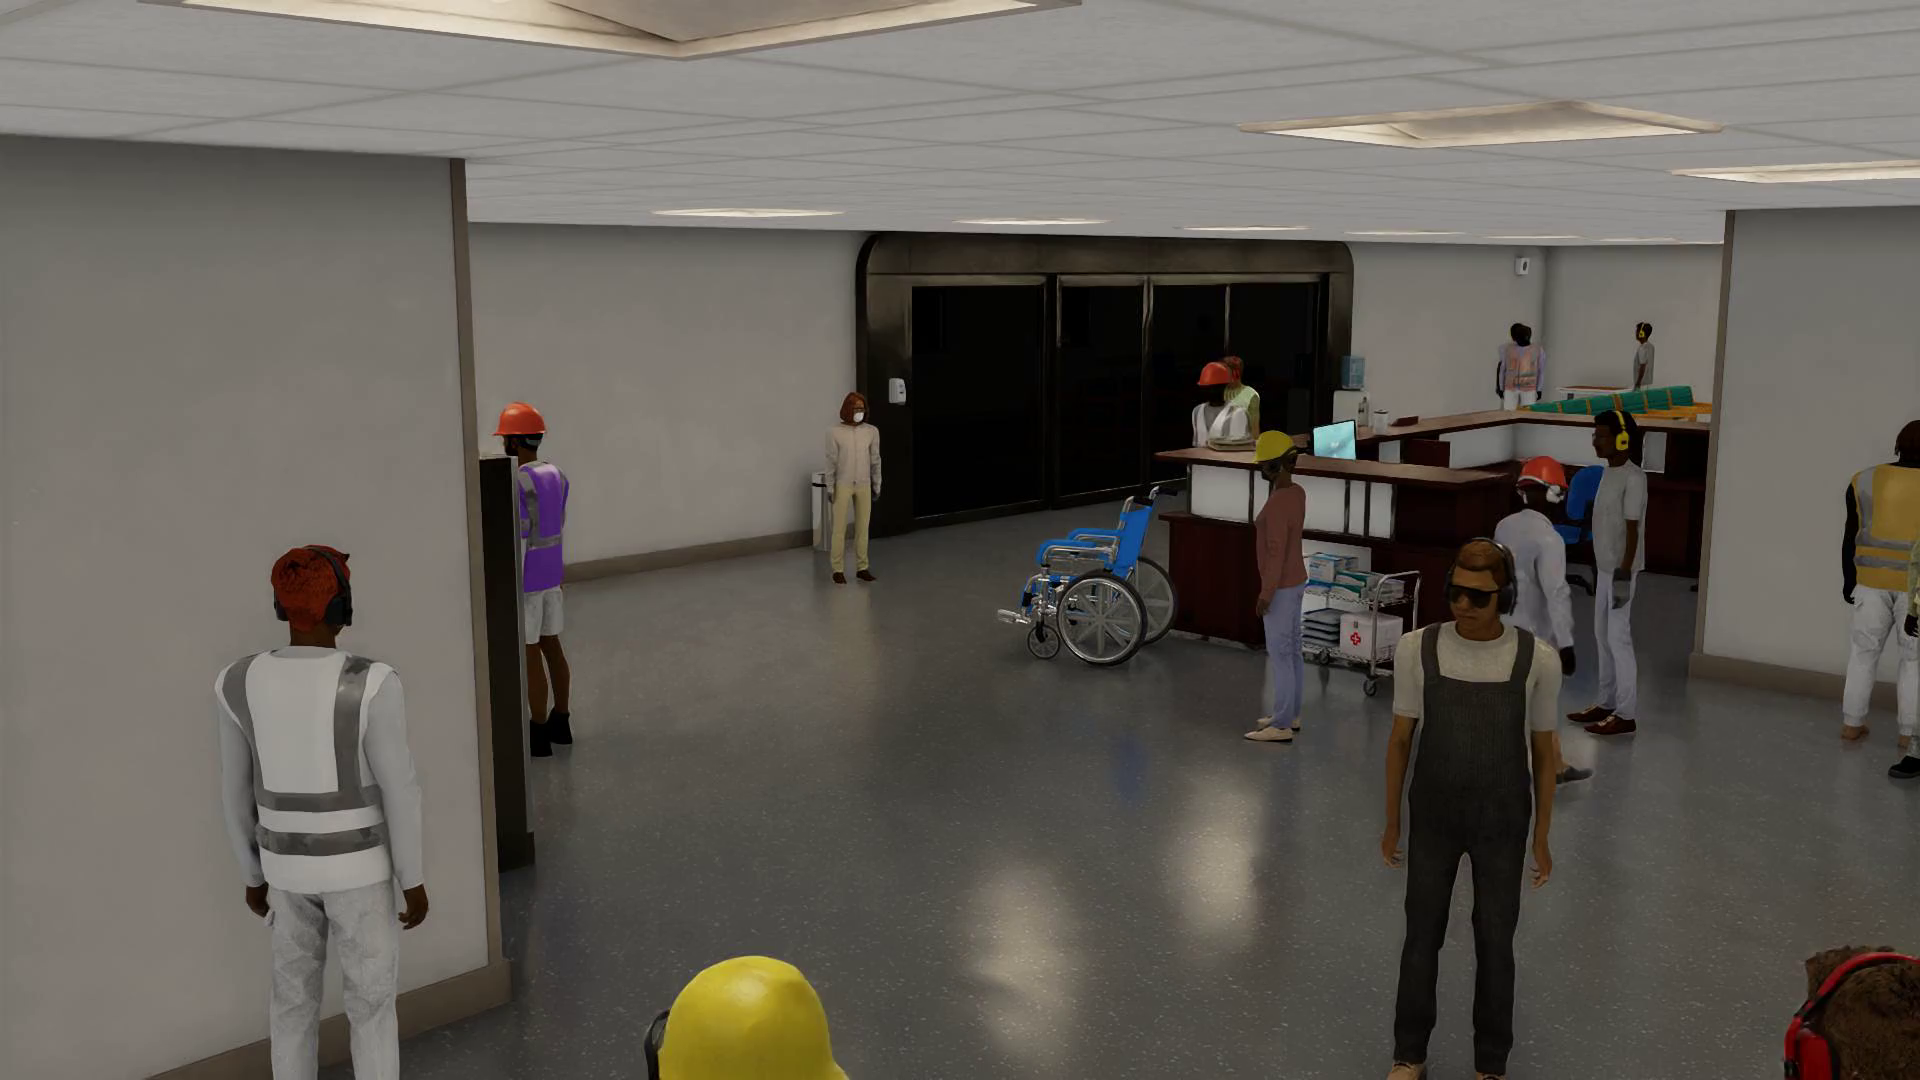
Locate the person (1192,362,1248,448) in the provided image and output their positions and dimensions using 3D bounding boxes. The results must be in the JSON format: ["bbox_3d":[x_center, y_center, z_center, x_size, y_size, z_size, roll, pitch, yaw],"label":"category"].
[{"bbox_3d":[2.165,-0.543,13.910,0.556,1.896,0.970,9,13,43],"label":"person"}]

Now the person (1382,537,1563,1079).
[{"bbox_3d":[1.591,0.895,5.216,0.513,1.842,0.325,3,10,20],"label":"person"}]

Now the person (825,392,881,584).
[{"bbox_3d":[-0.901,-0.438,14.082,0.504,1.627,0.285,-4,10,-25],"label":"person"}]

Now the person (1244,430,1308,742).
[{"bbox_3d":[1.784,0.261,9.383,0.328,1.760,0.524,4,10,25],"label":"person"}]

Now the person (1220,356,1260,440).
[{"bbox_3d":[2.608,-0.824,15.771,0.394,1.841,0.564,-7,11,-35],"label":"person"}]

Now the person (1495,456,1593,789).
[{"bbox_3d":[2.933,0.445,8.340,0.783,1.712,0.632,0,9,-2],"label":"person"}]

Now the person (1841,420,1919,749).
[{"bbox_3d":[5.238,0.247,9.247,0.629,1.837,0.429,9,13,43],"label":"person"}]

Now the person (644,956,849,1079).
[{"bbox_3d":[-0.302,1.414,2.285,0.328,1.765,0.527,-1,9,-3],"label":"person"}]

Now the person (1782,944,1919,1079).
[{"bbox_3d":[1.153,1.430,2.141,0.577,1.775,0.897,-1,9,-9],"label":"person"}]

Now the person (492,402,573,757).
[{"bbox_3d":[-2.362,0.216,9.099,0.364,1.935,0.553,3,10,17],"label":"person"}]

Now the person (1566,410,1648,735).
[{"bbox_3d":[3.734,0.185,9.531,0.333,1.864,0.505,0,9,2],"label":"person"}]

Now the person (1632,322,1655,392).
[{"bbox_3d":[10.090,-2.285,24.660,0.316,1.865,0.531,7,12,37],"label":"person"}]

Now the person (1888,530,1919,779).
[{"bbox_3d":[5.113,0.367,8.493,0.404,1.833,0.587,-6,11,-32],"label":"person"}]

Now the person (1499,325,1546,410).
[{"bbox_3d":[8.161,-2.200,24.212,0.633,1.841,0.429,5,11,29],"label":"person"}]

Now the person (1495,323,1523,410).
[{"bbox_3d":[8.245,-2.304,24.823,0.520,1.856,0.333,7,12,38],"label":"person"}]

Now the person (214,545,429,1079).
[{"bbox_3d":[-1.806,0.948,4.779,0.573,1.883,0.354,1,9,8],"label":"person"}]
